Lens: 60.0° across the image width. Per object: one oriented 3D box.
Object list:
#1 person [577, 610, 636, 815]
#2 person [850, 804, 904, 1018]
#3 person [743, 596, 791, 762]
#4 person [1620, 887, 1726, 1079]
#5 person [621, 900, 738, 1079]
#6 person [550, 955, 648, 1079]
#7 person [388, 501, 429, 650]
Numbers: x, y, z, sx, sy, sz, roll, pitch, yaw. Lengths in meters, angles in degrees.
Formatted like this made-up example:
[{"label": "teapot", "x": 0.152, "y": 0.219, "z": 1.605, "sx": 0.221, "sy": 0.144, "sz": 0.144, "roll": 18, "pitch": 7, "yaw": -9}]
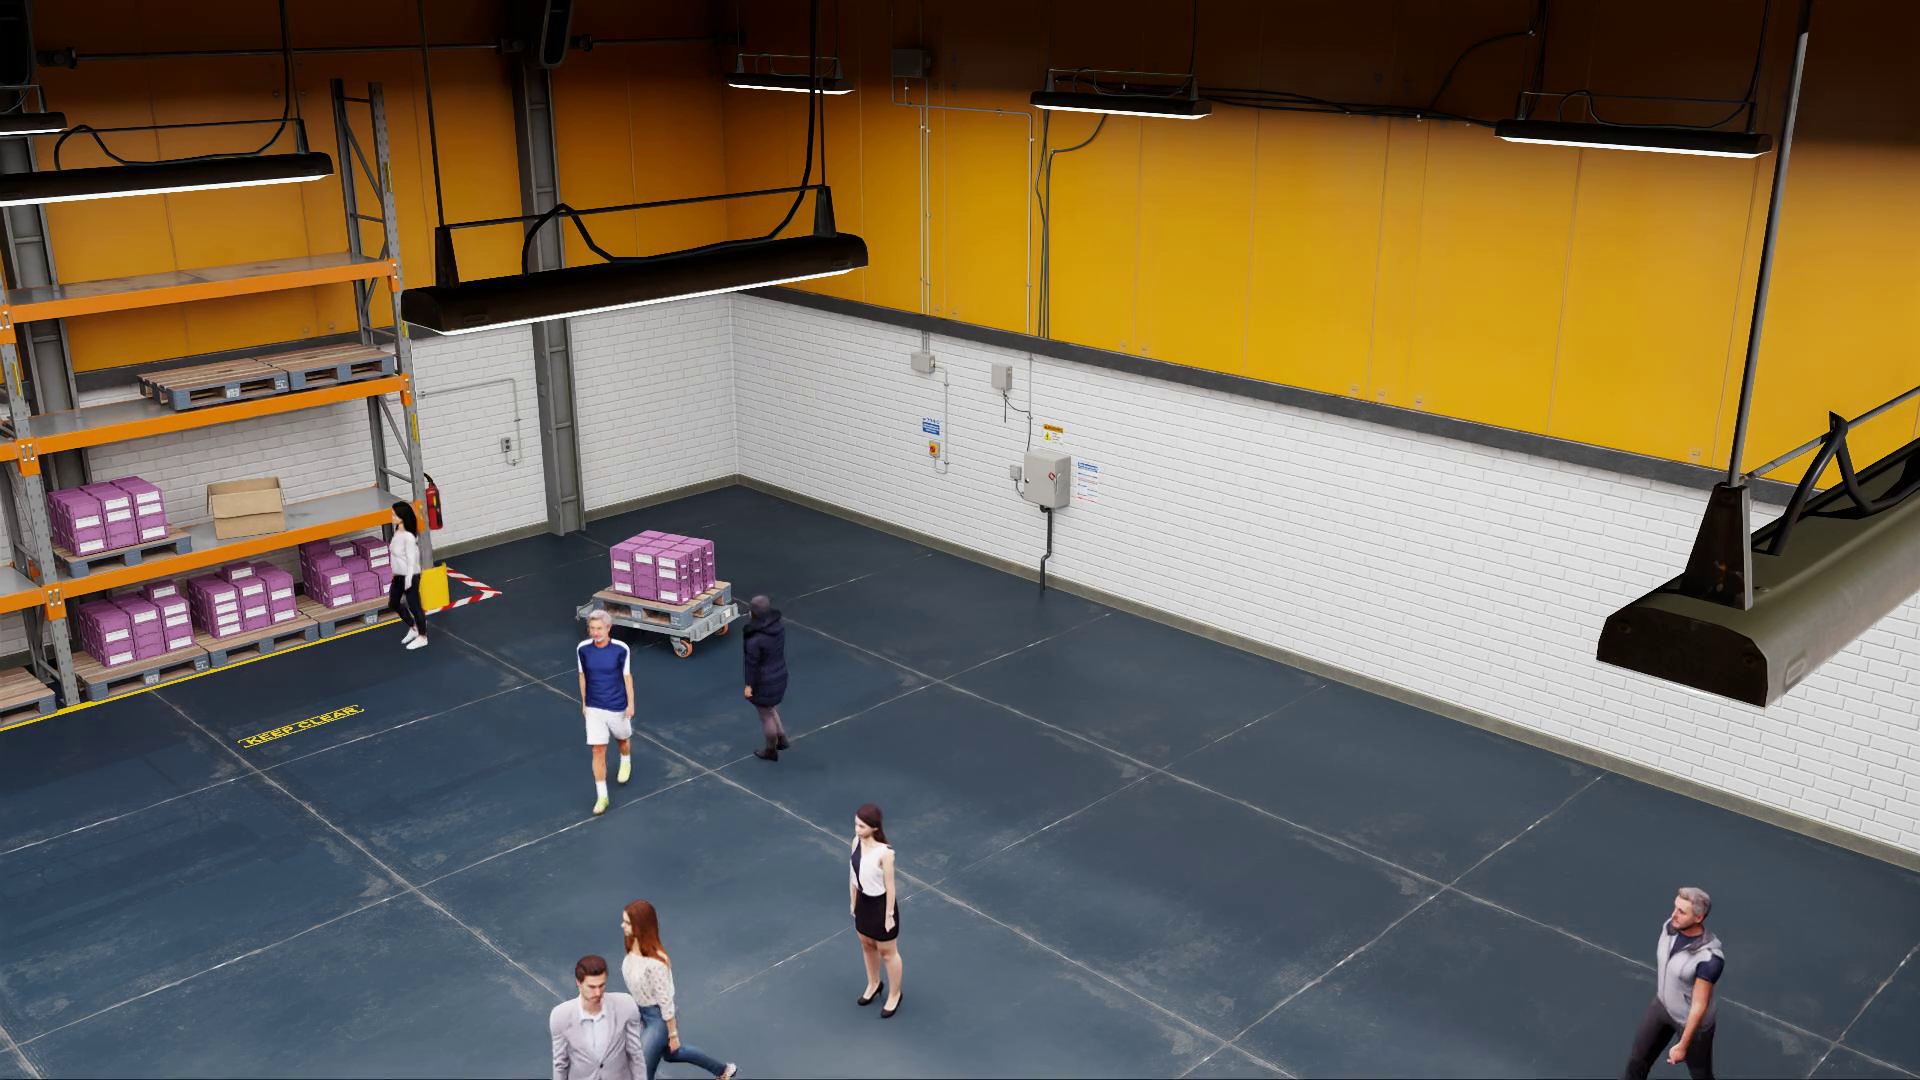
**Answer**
[{"label": "person", "x": -3.131, "y": 1.456, "z": 14.890, "sx": 1.154, "sy": 1.798, "sz": 1.198, "roll": 0, "pitch": 19, "yaw": -1}, {"label": "person", "x": -0.589, "y": 2.600, "z": 11.734, "sx": 0.555, "sy": 1.643, "sz": 0.535, "roll": 16, "pitch": 24, "yaw": 39}, {"label": "person", "x": -1.745, "y": 1.308, "z": 15.533, "sx": 0.829, "sy": 1.668, "sz": 0.718, "roll": 9, "pitch": 20, "yaw": 24}, {"label": "person", "x": 4.588, "y": 2.991, "z": 10.361, "sx": 1.253, "sy": 1.780, "sz": 1.065, "roll": -5, "pitch": 19, "yaw": -15}, {"label": "person", "x": -1.824, "y": 2.997, "z": 10.479, "sx": 1.190, "sy": 1.692, "sz": 0.765, "roll": -11, "pitch": 22, "yaw": -29}, {"label": "person", "x": -2.092, "y": 3.185, "z": 9.726, "sx": 1.216, "sy": 1.817, "sz": 1.118, "roll": -5, "pitch": 19, "yaw": -15}, {"label": "person", "x": -5.990, "y": 0.371, "z": 18.278, "sx": 0.590, "sy": 1.692, "sz": 0.637, "roll": -15, "pitch": 24, "yaw": -37}]
